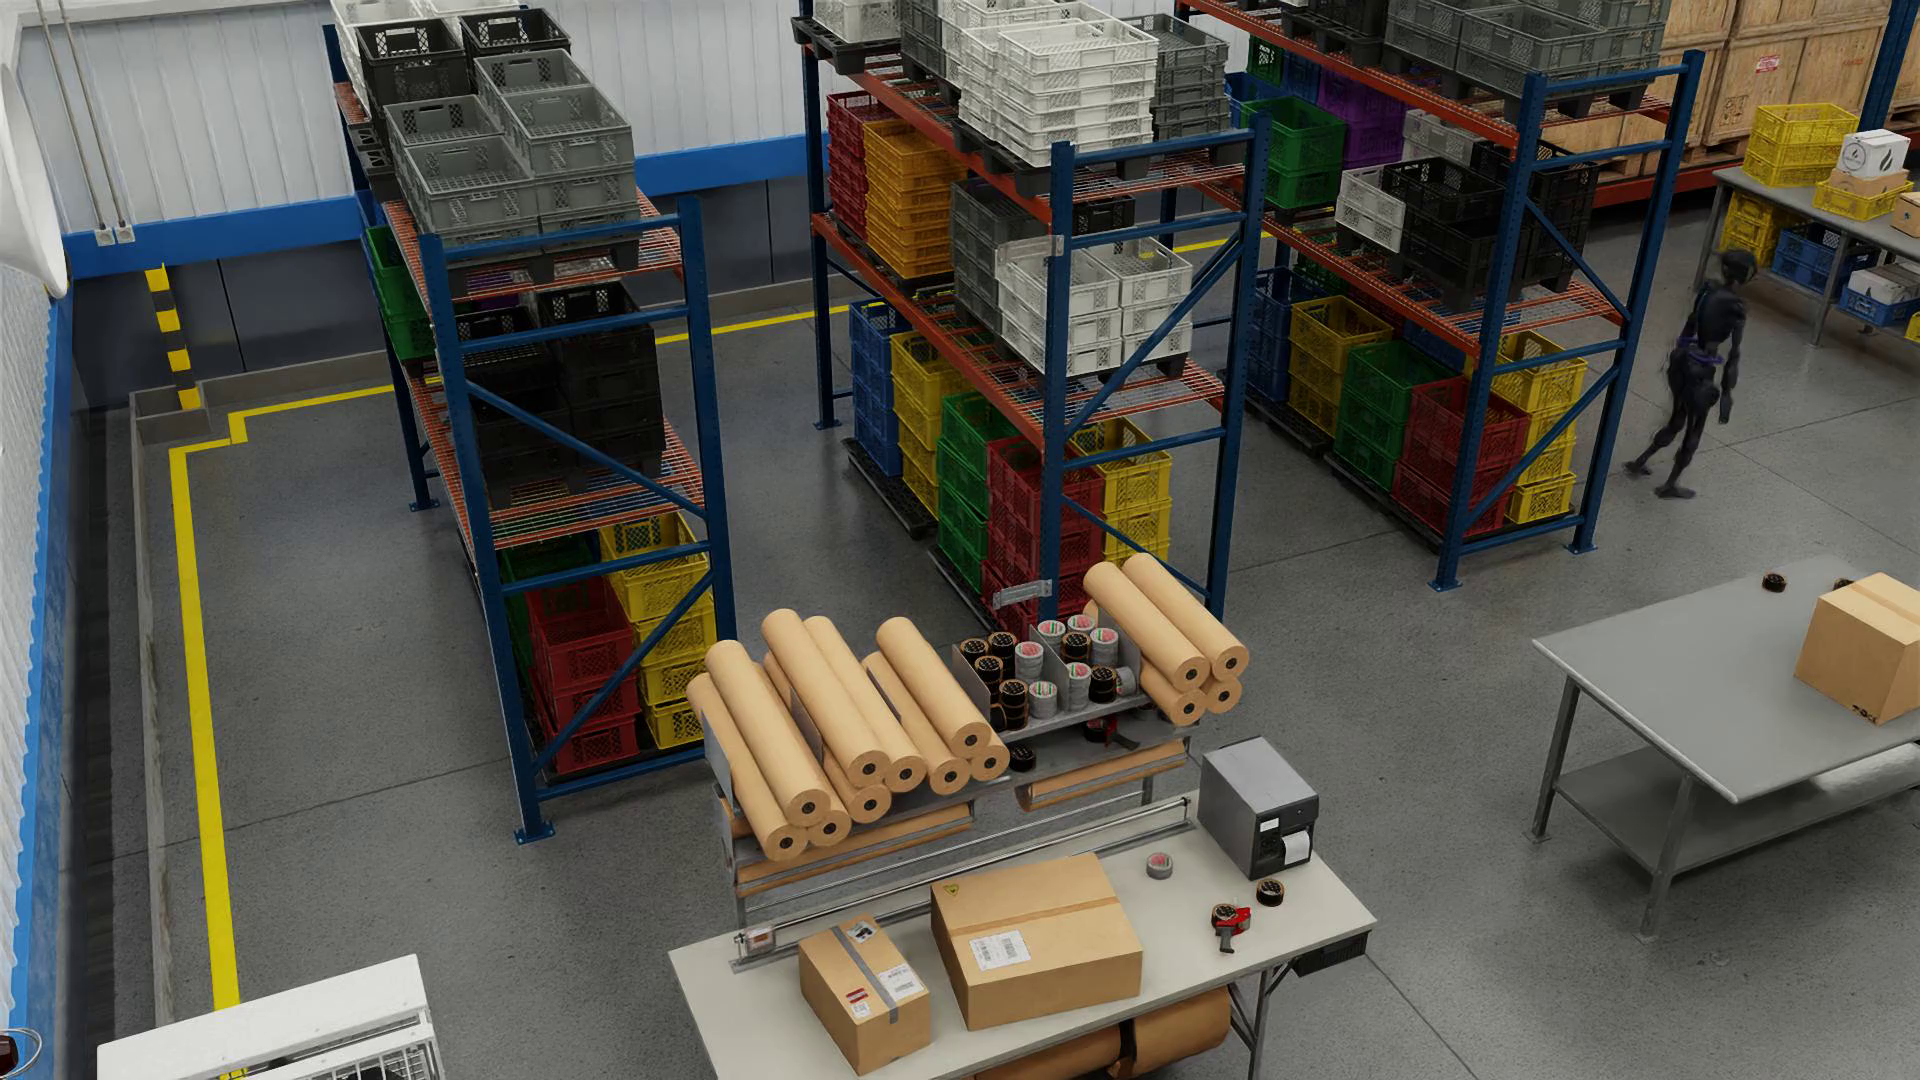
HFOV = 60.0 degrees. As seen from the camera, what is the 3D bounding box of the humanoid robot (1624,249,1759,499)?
[{"bbox_3d":[4.544,-1.041,10.336,0.447,1.637,0.653,-2,32,-3],"label":"humanoid robot"}]
